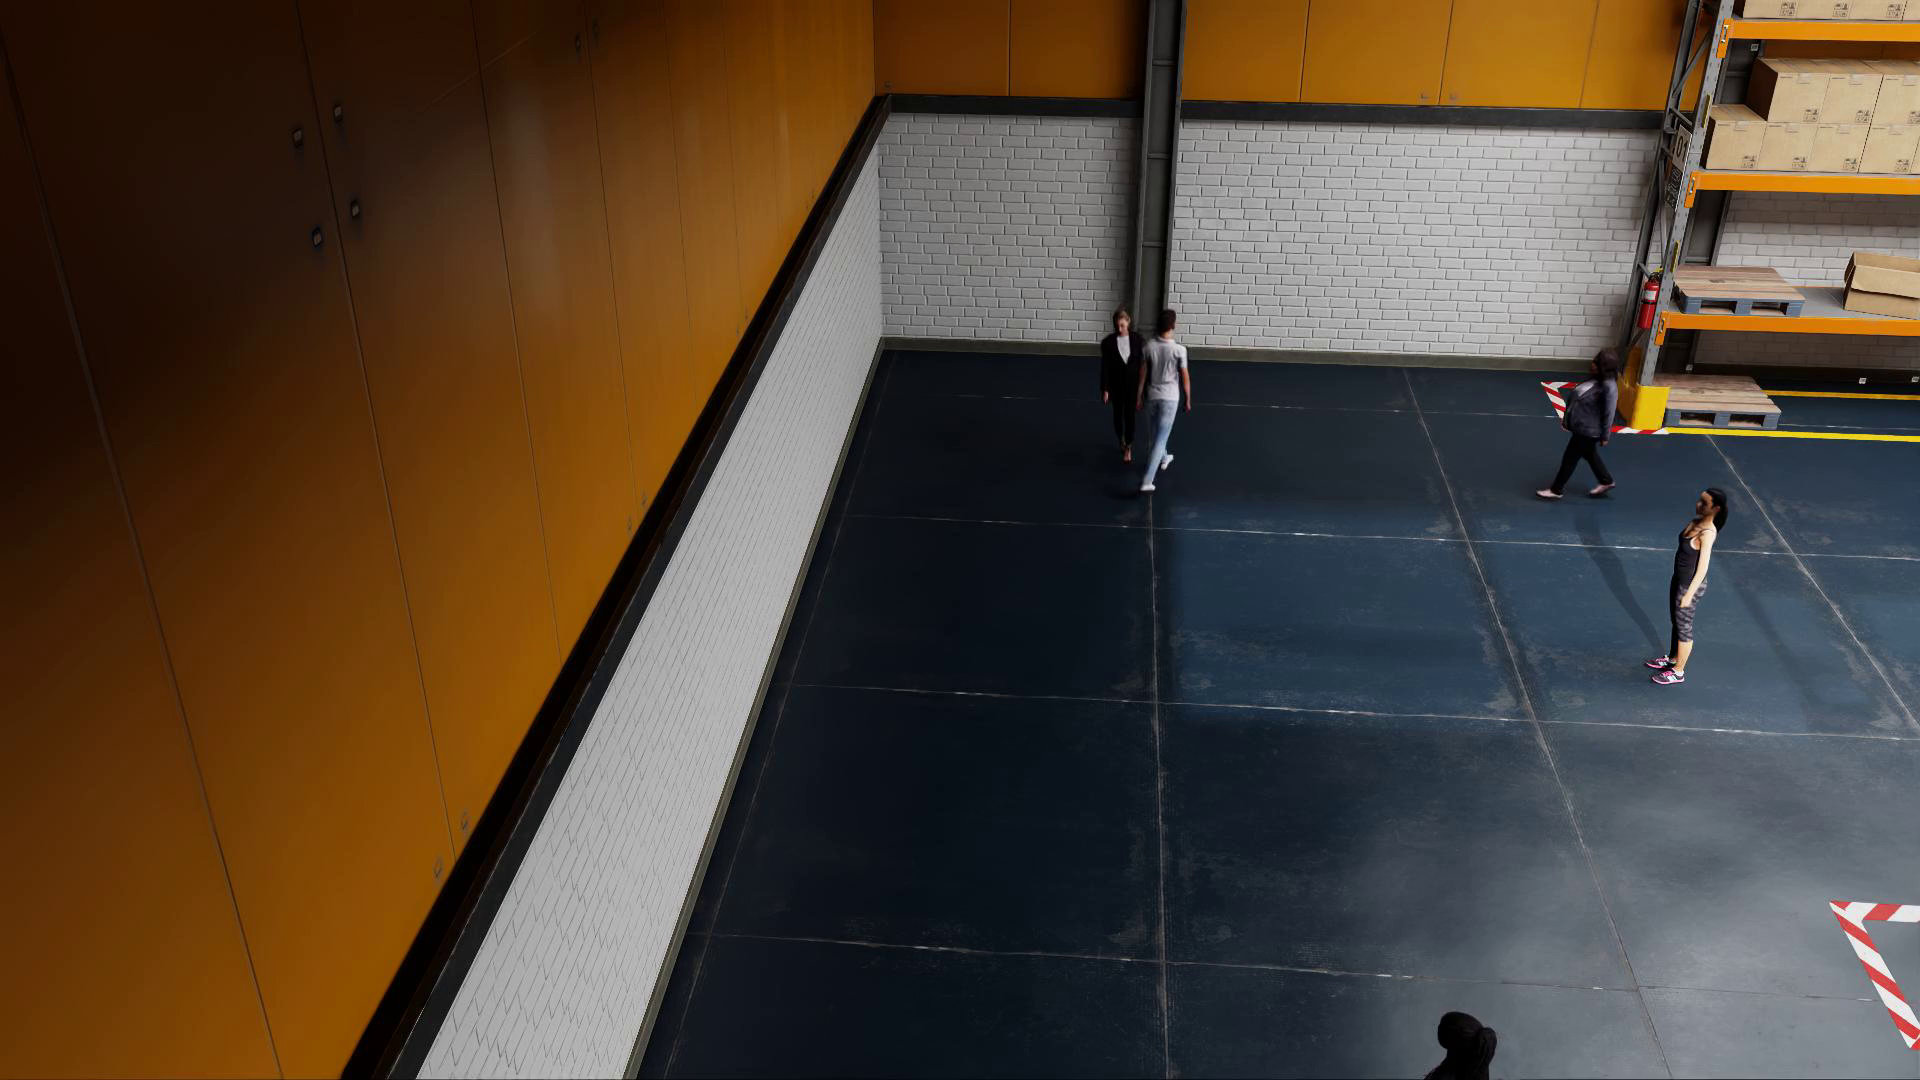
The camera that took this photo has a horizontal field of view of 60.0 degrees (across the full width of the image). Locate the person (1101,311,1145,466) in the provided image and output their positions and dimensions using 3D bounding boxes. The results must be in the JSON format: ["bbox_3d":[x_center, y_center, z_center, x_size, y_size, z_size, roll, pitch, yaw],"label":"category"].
[{"bbox_3d":[1.686,-1.603,17.053,0.719,1.653,0.740,-5,29,-8],"label":"person"}]

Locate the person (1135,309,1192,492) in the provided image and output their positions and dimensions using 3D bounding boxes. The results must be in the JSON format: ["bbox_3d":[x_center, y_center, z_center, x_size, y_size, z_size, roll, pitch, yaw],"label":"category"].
[{"bbox_3d":[1.958,-1.332,16.396,1.250,1.806,1.066,14,32,24],"label":"person"}]

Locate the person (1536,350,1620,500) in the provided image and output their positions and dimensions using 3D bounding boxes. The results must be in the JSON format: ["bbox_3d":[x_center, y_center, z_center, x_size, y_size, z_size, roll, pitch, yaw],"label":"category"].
[{"bbox_3d":[6.202,-1.101,16.218,1.011,1.572,0.660,2,29,3],"label":"person"}]

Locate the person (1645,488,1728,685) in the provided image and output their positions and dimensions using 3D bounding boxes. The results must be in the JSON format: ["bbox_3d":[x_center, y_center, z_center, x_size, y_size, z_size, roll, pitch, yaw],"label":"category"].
[{"bbox_3d":[5.875,0.357,13.379,0.546,1.730,0.577,5,29,8],"label":"person"}]

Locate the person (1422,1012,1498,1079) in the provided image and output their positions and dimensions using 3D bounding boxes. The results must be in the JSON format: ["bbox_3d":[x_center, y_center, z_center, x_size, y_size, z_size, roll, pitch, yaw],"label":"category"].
[{"bbox_3d":[2.489,3.084,8.393,0.994,1.718,0.899,24,36,36],"label":"person"}]
